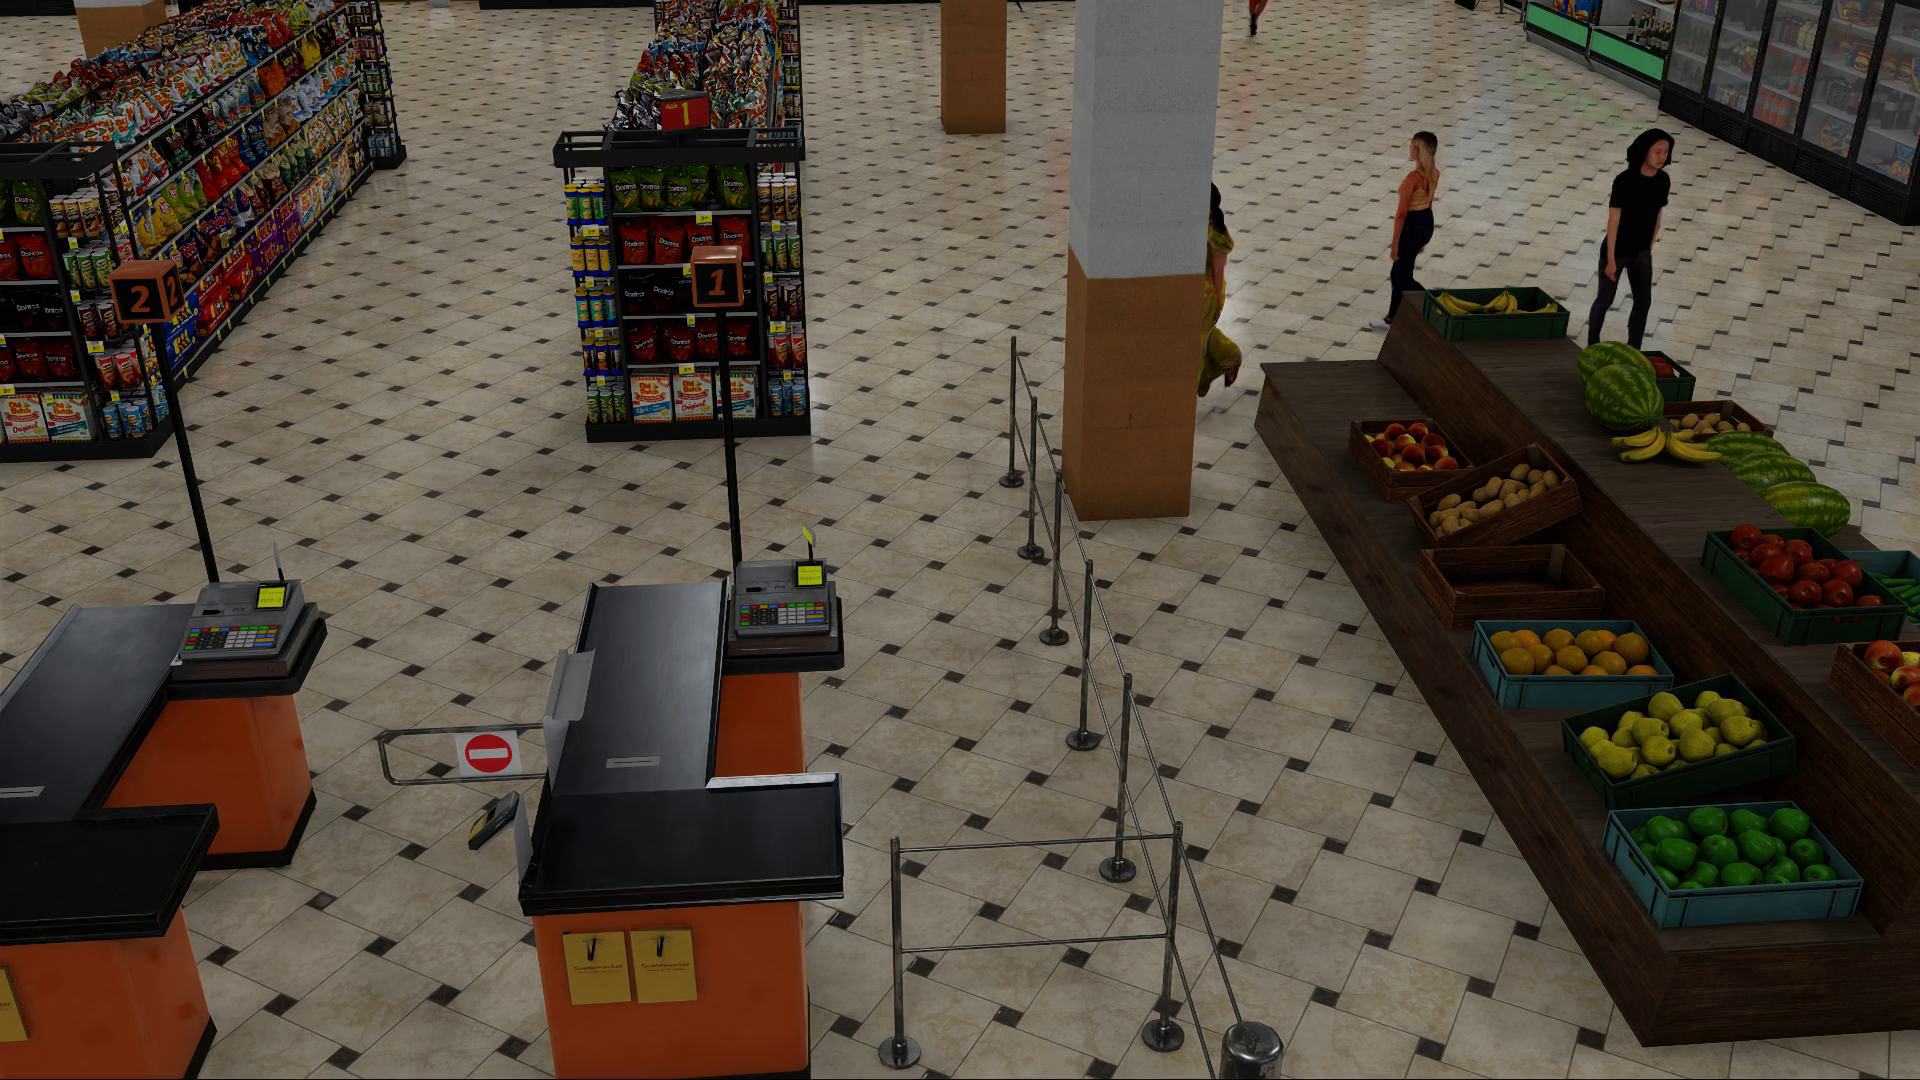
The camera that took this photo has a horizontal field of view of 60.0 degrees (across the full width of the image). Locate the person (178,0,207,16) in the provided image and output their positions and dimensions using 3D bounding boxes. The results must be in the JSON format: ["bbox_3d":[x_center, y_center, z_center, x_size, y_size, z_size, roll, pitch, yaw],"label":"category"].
[{"bbox_3d":[-10.363,-7.167,22.526,0.696,1.485,0.632,20,33,34],"label":"person"}]

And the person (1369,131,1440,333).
[{"bbox_3d":[3.543,-2.301,12.793,0.932,1.609,1.049,-22,34,-37],"label":"person"}]

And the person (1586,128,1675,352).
[{"bbox_3d":[4.883,-2.164,12.301,0.640,1.810,0.865,-2,27,-5],"label":"person"}]
